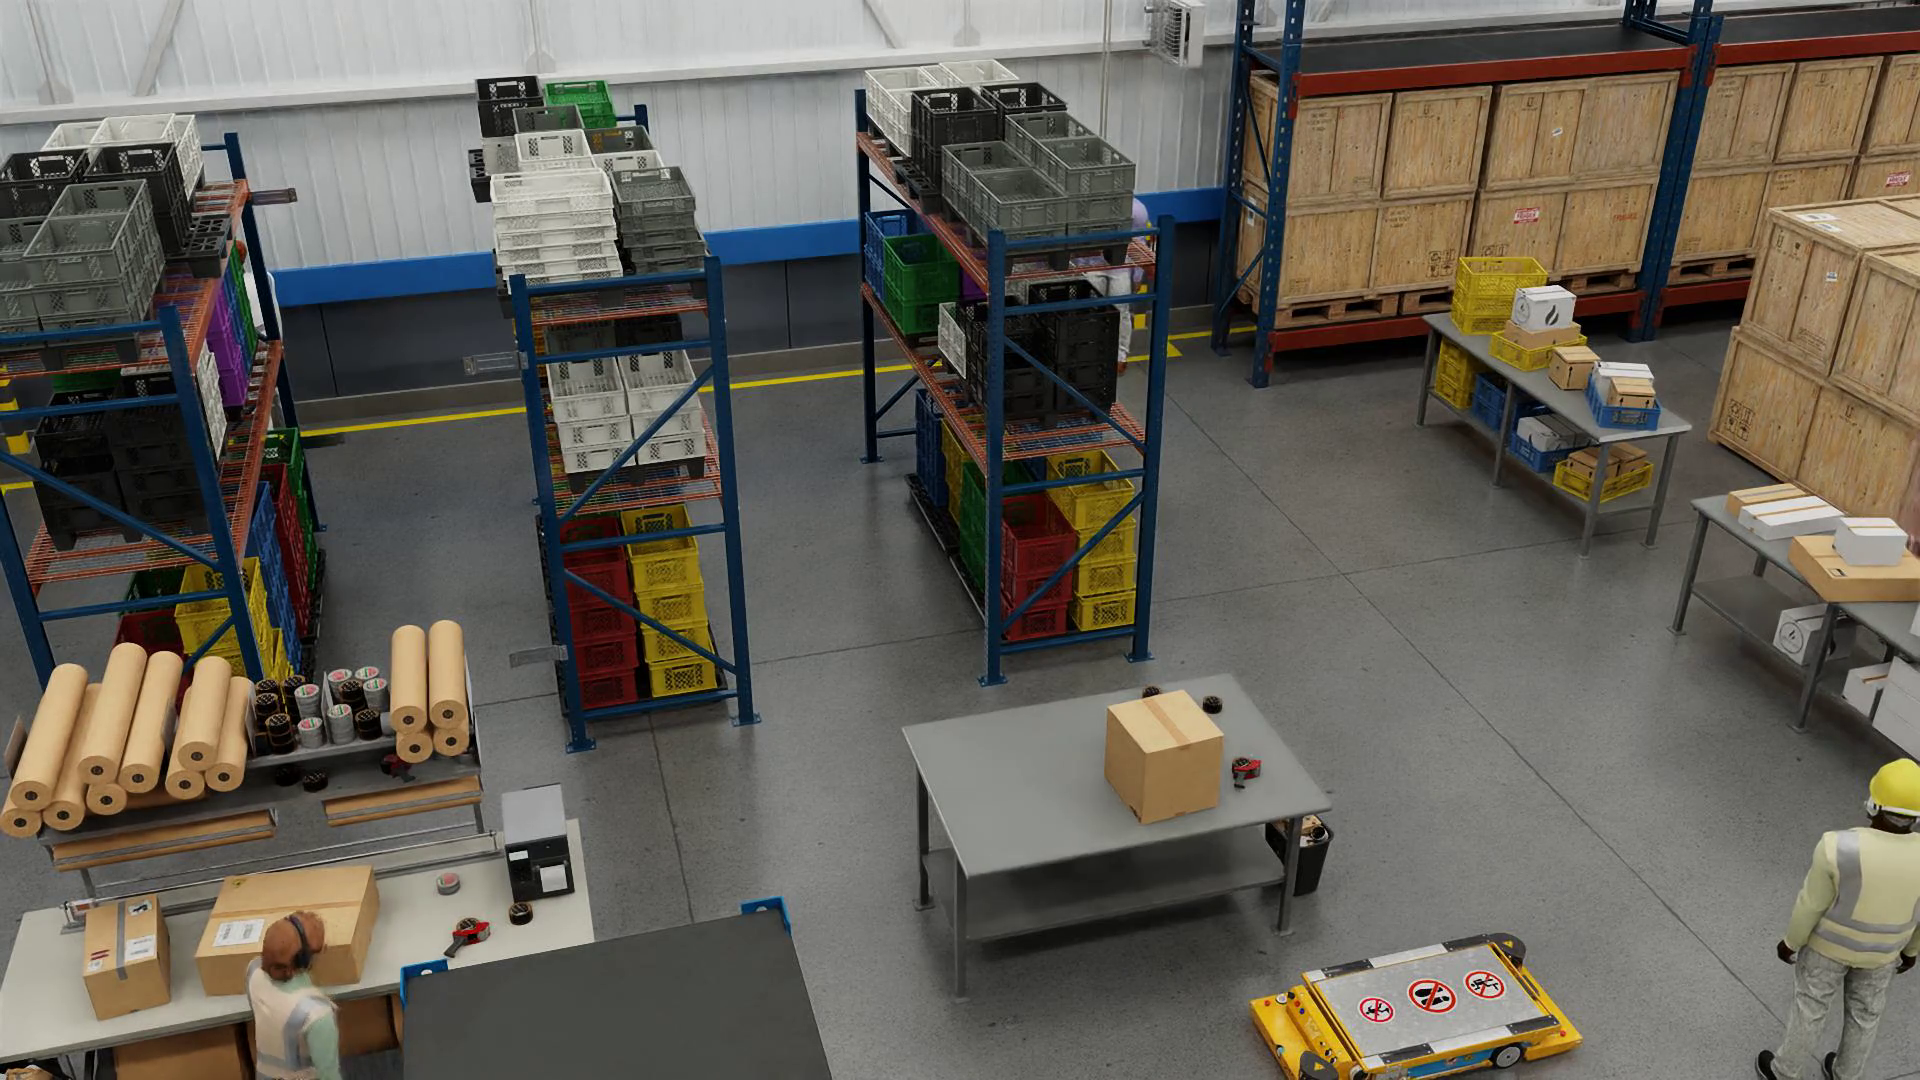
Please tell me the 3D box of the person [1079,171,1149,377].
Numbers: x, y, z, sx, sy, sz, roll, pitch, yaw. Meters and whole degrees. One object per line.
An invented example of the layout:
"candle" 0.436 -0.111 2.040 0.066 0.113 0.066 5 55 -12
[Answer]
"person" 1.347 -2.403 14.799 0.630 1.932 0.364 14 32 24

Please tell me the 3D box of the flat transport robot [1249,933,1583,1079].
"flat transport robot" 2.184 2.282 7.980 1.431 0.197 0.652 -8 30 -14

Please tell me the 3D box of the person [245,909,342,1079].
"person" -2.608 2.215 6.724 0.646 1.615 0.406 20 34 31

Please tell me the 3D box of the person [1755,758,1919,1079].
"person" 3.943 1.744 7.349 0.603 1.830 0.404 2 29 4
